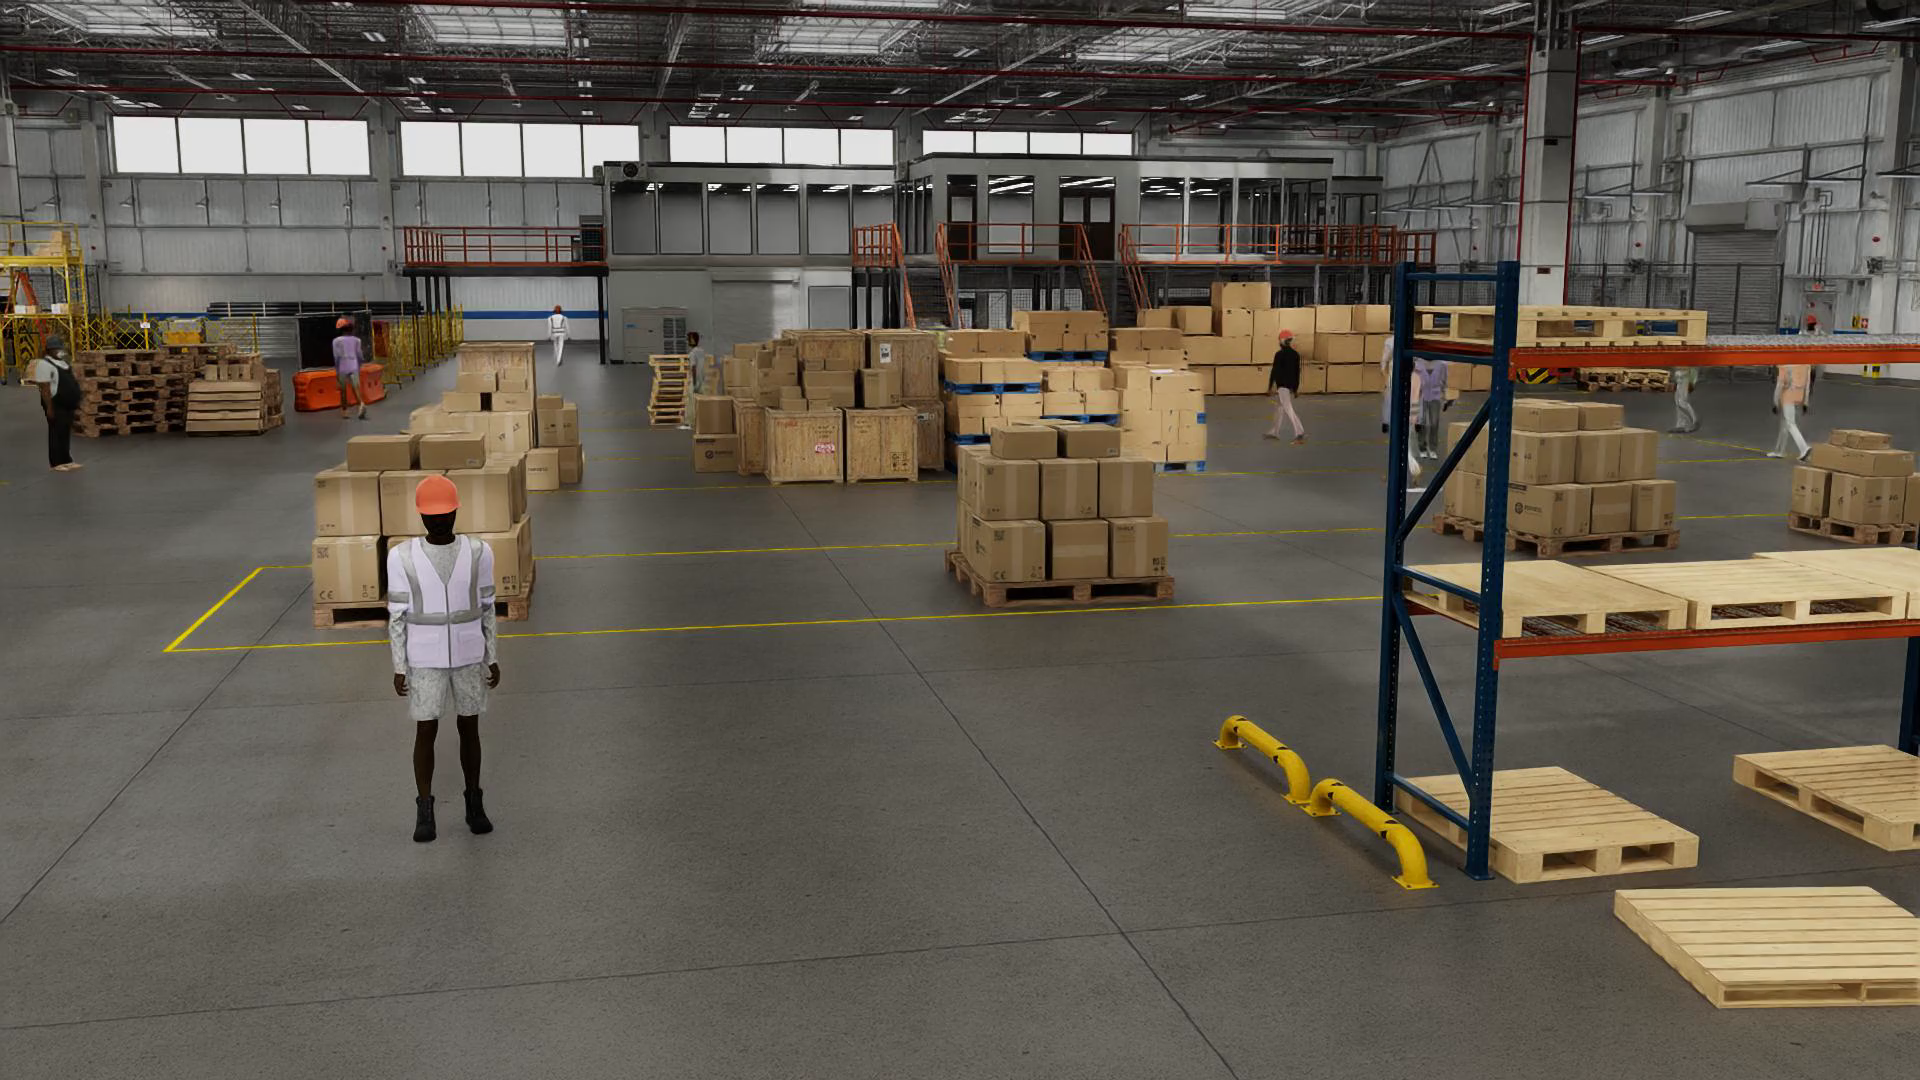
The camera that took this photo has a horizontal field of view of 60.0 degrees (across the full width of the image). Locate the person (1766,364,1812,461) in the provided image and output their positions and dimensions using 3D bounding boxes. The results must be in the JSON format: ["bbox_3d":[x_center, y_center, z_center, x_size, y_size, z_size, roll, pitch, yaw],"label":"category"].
[{"bbox_3d":[13.011,-2.184,25.939,0.594,1.899,0.898,-3,10,-20],"label":"person"}]

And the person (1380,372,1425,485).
[{"bbox_3d":[6.131,-1.650,22.918,0.632,1.821,0.795,-6,11,-31],"label":"person"}]

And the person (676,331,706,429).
[{"bbox_3d":[-4.797,-2.939,30.737,0.900,1.837,0.527,4,10,21],"label":"person"}]

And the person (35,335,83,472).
[{"bbox_3d":[-13.211,-2.023,24.506,0.535,2.000,0.768,0,9,-2],"label":"person"}]

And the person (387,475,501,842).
[{"bbox_3d":[-2.697,0.616,8.738,0.553,1.935,0.363,-4,10,-24],"label":"person"}]

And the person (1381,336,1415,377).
[{"bbox_3d":[8.996,-3.525,34.165,0.644,1.883,1.082,0,9,-2],"label":"person"}]

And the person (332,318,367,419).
[{"bbox_3d":[-11.993,-3.350,32.705,0.874,2.026,0.614,9,13,44],"label":"person"}]

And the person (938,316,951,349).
[{"bbox_3d":[-0.233,-4.587,40.840,0.898,1.803,0.660,-5,11,-30],"label":"person"}]

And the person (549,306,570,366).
[{"bbox_3d":[-12.256,-6.240,50.844,0.600,1.837,0.999,0,9,-1],"label":"person"}]

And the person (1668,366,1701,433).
[{"bbox_3d":[13.121,-2.867,30.038,0.462,1.929,0.638,1,9,5],"label":"person"}]

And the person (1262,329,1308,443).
[{"bbox_3d":[5.632,-2.645,28.573,0.994,1.955,0.609,9,13,43],"label":"person"}]

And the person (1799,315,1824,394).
[{"bbox_3d":[20.003,-4.351,39.137,0.553,1.909,0.913,5,10,27],"label":"person"}]

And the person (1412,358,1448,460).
[{"bbox_3d":[7.305,-2.193,25.965,0.615,1.893,0.821,2,9,11],"label":"person"}]

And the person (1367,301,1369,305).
[{"bbox_3d":[12.659,-6.401,51.334,0.622,1.992,0.395,-9,13,-42],"label":"person"}]
